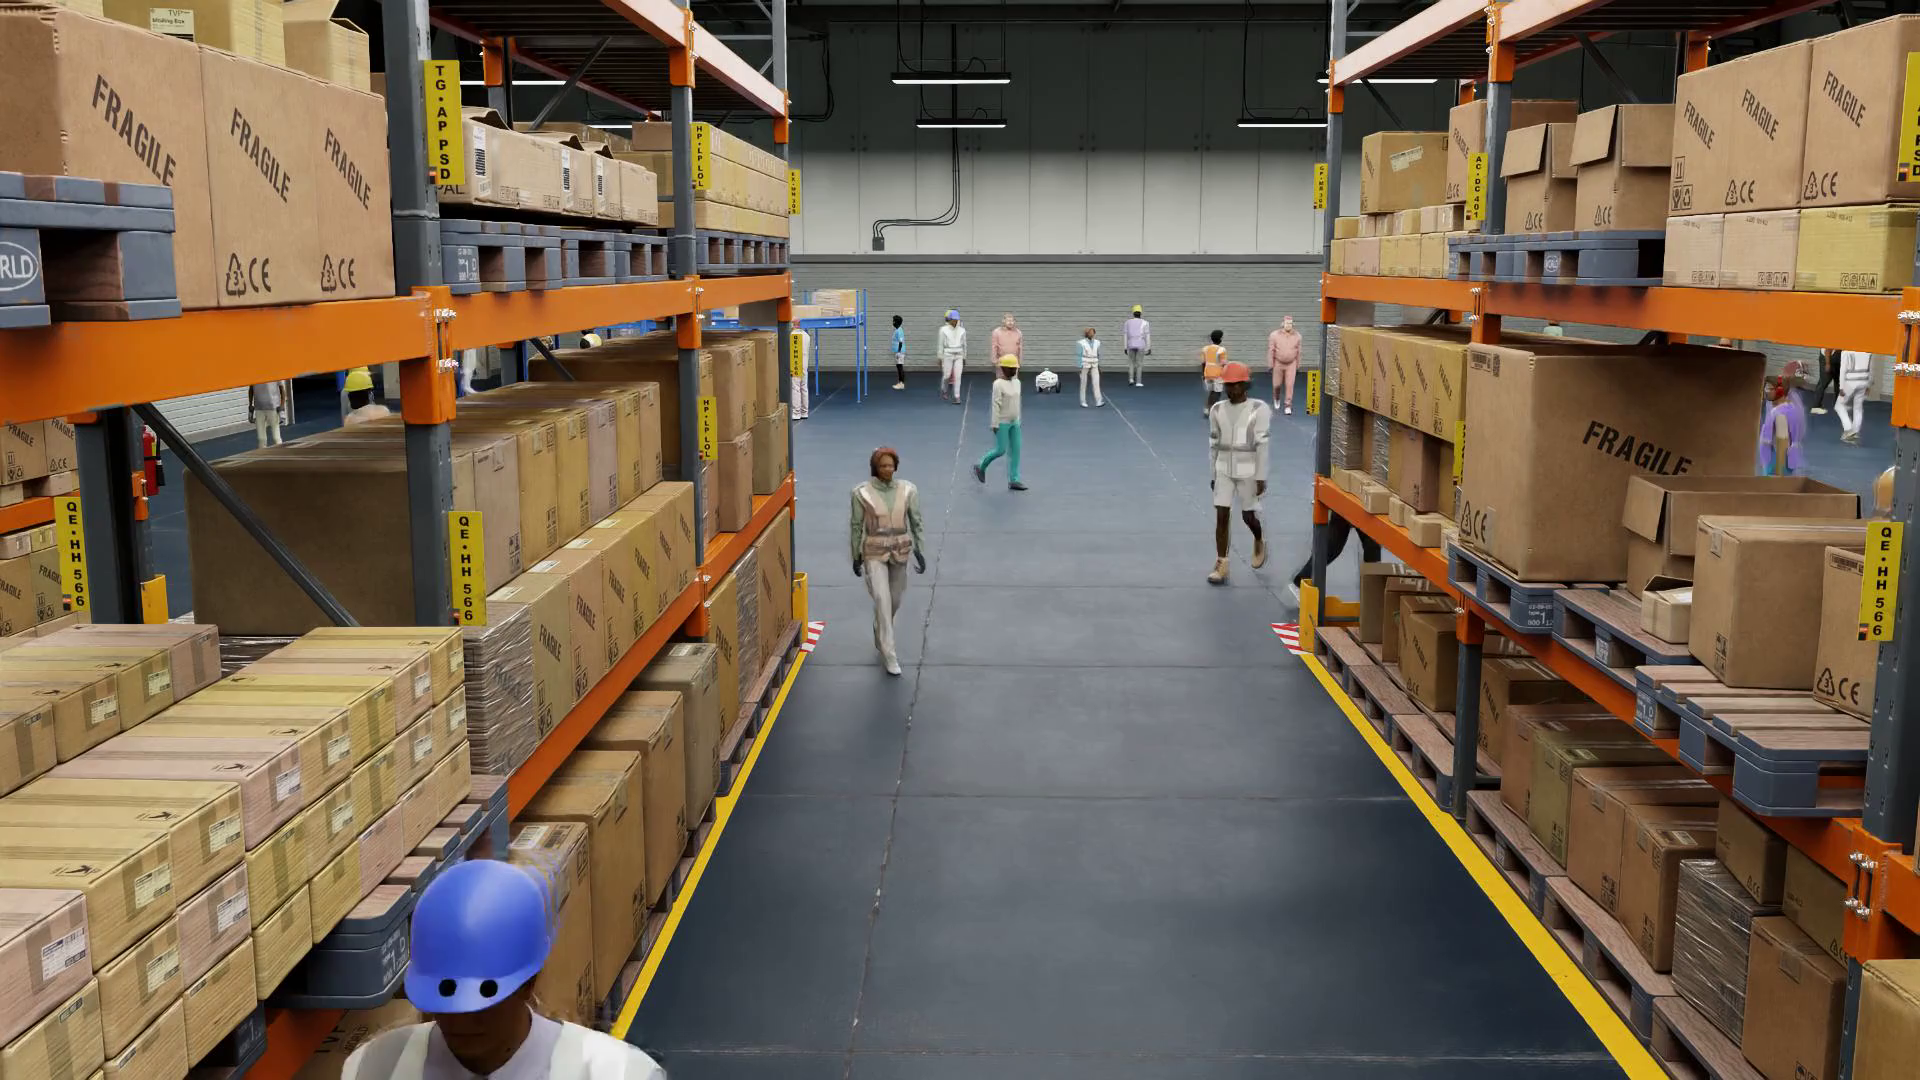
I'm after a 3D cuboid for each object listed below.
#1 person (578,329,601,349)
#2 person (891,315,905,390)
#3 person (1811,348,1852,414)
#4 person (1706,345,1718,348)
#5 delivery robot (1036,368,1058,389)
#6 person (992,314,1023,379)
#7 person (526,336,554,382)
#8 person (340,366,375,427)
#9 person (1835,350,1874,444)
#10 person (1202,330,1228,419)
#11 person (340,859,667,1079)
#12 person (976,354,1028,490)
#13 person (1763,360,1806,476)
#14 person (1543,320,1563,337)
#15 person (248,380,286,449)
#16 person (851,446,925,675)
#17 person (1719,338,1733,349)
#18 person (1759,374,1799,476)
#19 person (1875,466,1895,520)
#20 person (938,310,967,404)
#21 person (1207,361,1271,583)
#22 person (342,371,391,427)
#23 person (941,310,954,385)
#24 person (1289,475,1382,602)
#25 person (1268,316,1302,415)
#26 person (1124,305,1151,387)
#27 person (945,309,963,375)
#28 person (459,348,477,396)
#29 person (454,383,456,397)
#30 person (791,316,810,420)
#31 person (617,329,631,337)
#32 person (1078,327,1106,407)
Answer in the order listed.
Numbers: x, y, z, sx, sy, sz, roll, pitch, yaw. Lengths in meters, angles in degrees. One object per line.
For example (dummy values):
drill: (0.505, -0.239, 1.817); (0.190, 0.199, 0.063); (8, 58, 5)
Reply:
person: (-6.870, -3.150, 30.816); (0.429, 1.839, 0.633); (2, 10, 10)
person: (-1.418, -4.310, 38.187); (0.317, 1.695, 0.540); (-1, 10, -7)
person: (16.923, -3.448, 32.127); (0.788, 2.000, 0.540); (-8, 12, -39)
person: (8.678, -1.250, 19.069); (0.869, 1.969, 0.614); (5, 11, 26)
delivery robot: (1.939, -3.584, 37.104); (0.477, 0.478, 0.707); (3, 10, 18)
person: (0.946, -3.621, 33.487); (0.642, 1.882, 0.724); (-1, 10, -7)
person: (-5.578, -1.809, 22.487); (0.630, 1.940, 0.373); (2, 10, 12)
person: (-7.053, -1.233, 19.622); (0.489, 1.744, 0.295); (4, 10, 22)
person: (14.387, -2.487, 26.763); (0.592, 1.874, 0.409); (-1, 10, -5)
person: (4.659, -2.984, 30.285); (0.378, 1.680, 0.547); (-9, 13, -44)
person: (-0.777, 1.467, 2.877); (0.605, 1.932, 0.431); (0, 9, 0)
person: (0.553, -1.529, 21.408); (0.680, 1.744, 0.530); (9, 13, 42)
person: (8.723, -0.959, 17.616); (0.400, 1.883, 0.677); (8, 12, 40)
person: (14.227, -4.568, 39.921); (0.264, 1.632, 0.508); (-8, 12, -40)
person: (-9.295, -1.739, 22.274); (0.531, 1.871, 0.322); (1, 9, 3)
person: (-0.547, 0.104, 12.039); (0.516, 1.606, 0.816); (-4, 10, -21)
person: (13.817, -2.925, 30.125); (0.524, 1.619, 0.481); (3, 10, 20)
person: (8.059, -0.708, 16.260); (0.734, 1.825, 0.573); (4, 10, 25)
person: (6.302, 0.104, 11.095); (0.554, 1.916, 0.696); (-2, 10, -14)
person: (-0.159, -3.787, 34.347); (0.624, 1.934, 0.623); (-3, 10, -18)
person: (2.578, -0.643, 15.289); (0.614, 2.018, 0.844); (6, 11, 31)
person: (-5.522, -0.604, 15.367); (0.614, 1.904, 0.613); (3, 10, 15)
person: (-0.235, -4.613, 39.802); (0.312, 1.768, 0.522); (-5, 11, -28)
person: (3.199, -0.324, 13.781); (0.957, 1.884, 0.605); (9, 13, 42)
person: (6.266, -3.387, 32.090); (0.655, 1.887, 0.620); (1, 10, 5)
person: (4.164, -4.533, 38.927); (0.637, 1.908, 0.460); (4, 10, 21)
person: (-0.164, -5.122, 43.052); (0.532, 1.696, 0.322); (-7, 12, -35)
person: (-9.285, -3.277, 31.540); (0.658, 1.850, 0.530); (3, 10, 16)
person: (-5.639, -0.973, 18.381); (0.307, 1.637, 0.525); (-2, 10, -10)
person: (-3.042, -3.179, 30.784); (0.406, 1.911, 0.636); (5, 11, 27)
person: (-7.988, -4.699, 39.917); (0.932, 1.907, 0.553); (0, 9, -3)
person: (2.627, -3.440, 33.222); (0.543, 1.600, 0.824); (-4, 10, -21)
